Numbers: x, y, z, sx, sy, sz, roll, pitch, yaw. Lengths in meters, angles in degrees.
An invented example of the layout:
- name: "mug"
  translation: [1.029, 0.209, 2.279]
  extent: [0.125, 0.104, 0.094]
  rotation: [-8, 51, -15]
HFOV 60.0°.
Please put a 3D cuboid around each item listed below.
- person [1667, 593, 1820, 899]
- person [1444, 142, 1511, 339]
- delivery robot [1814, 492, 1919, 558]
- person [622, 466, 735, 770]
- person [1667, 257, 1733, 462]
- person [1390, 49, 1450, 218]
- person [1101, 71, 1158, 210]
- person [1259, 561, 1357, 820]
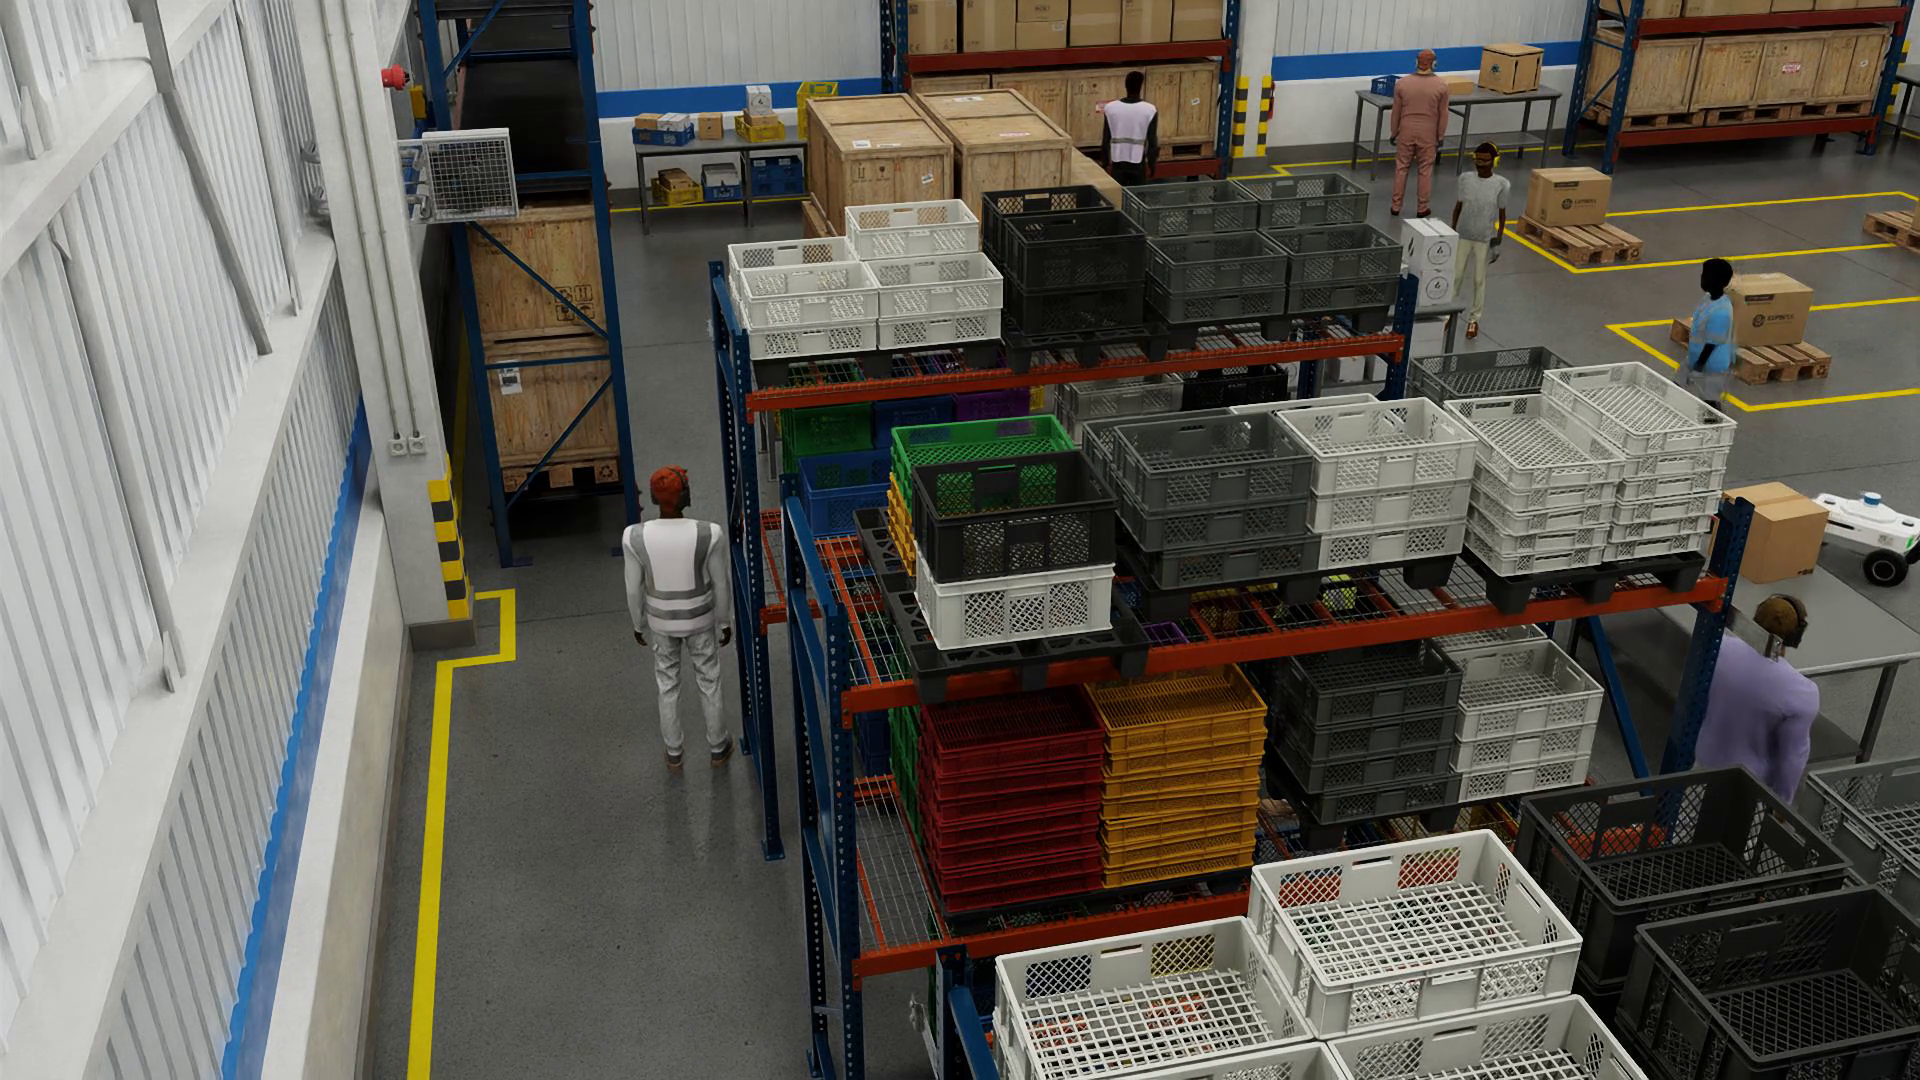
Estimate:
- name: "person"
  translation: [3.792, 1.122, 8.122]
  extent: [0.358, 1.931, 0.628]
  rotation: [-15, 31, -26]
- name: "person"
  translation: [4.858, -2.829, 15.681]
  extent: [0.512, 1.872, 0.330]
  rotation: [17, 32, 29]
- name: "delivery robot"
  translation: [6.426, -0.103, 11.814]
  extent: [0.707, 0.478, 0.477]
  rotation: [22, 35, 36]
- name: "person"
  translation: [-1.580, 0.457, 9.432]
  extent: [0.574, 1.885, 0.358]
  rotation: [-1, 28, -3]
- name: "person"
  translation: [5.813, -1.418, 13.205]
  extent: [0.671, 1.670, 0.549]
  rotation: [4, 28, 8]
- name: "person"
  translation: [5.277, -4.681, 19.163]
  extent: [0.638, 1.903, 0.409]
  rotation: [10, 30, 19]
- name: "person"
  translation: [1.830, -4.122, 18.102]
  extent: [0.607, 1.906, 0.423]
  rotation: [8, 29, 14]
- name: "person"
  translation: [1.891, 0.674, 9.064]
  extent: [0.429, 1.846, 0.627]
  rotation: [11, 30, 20]
